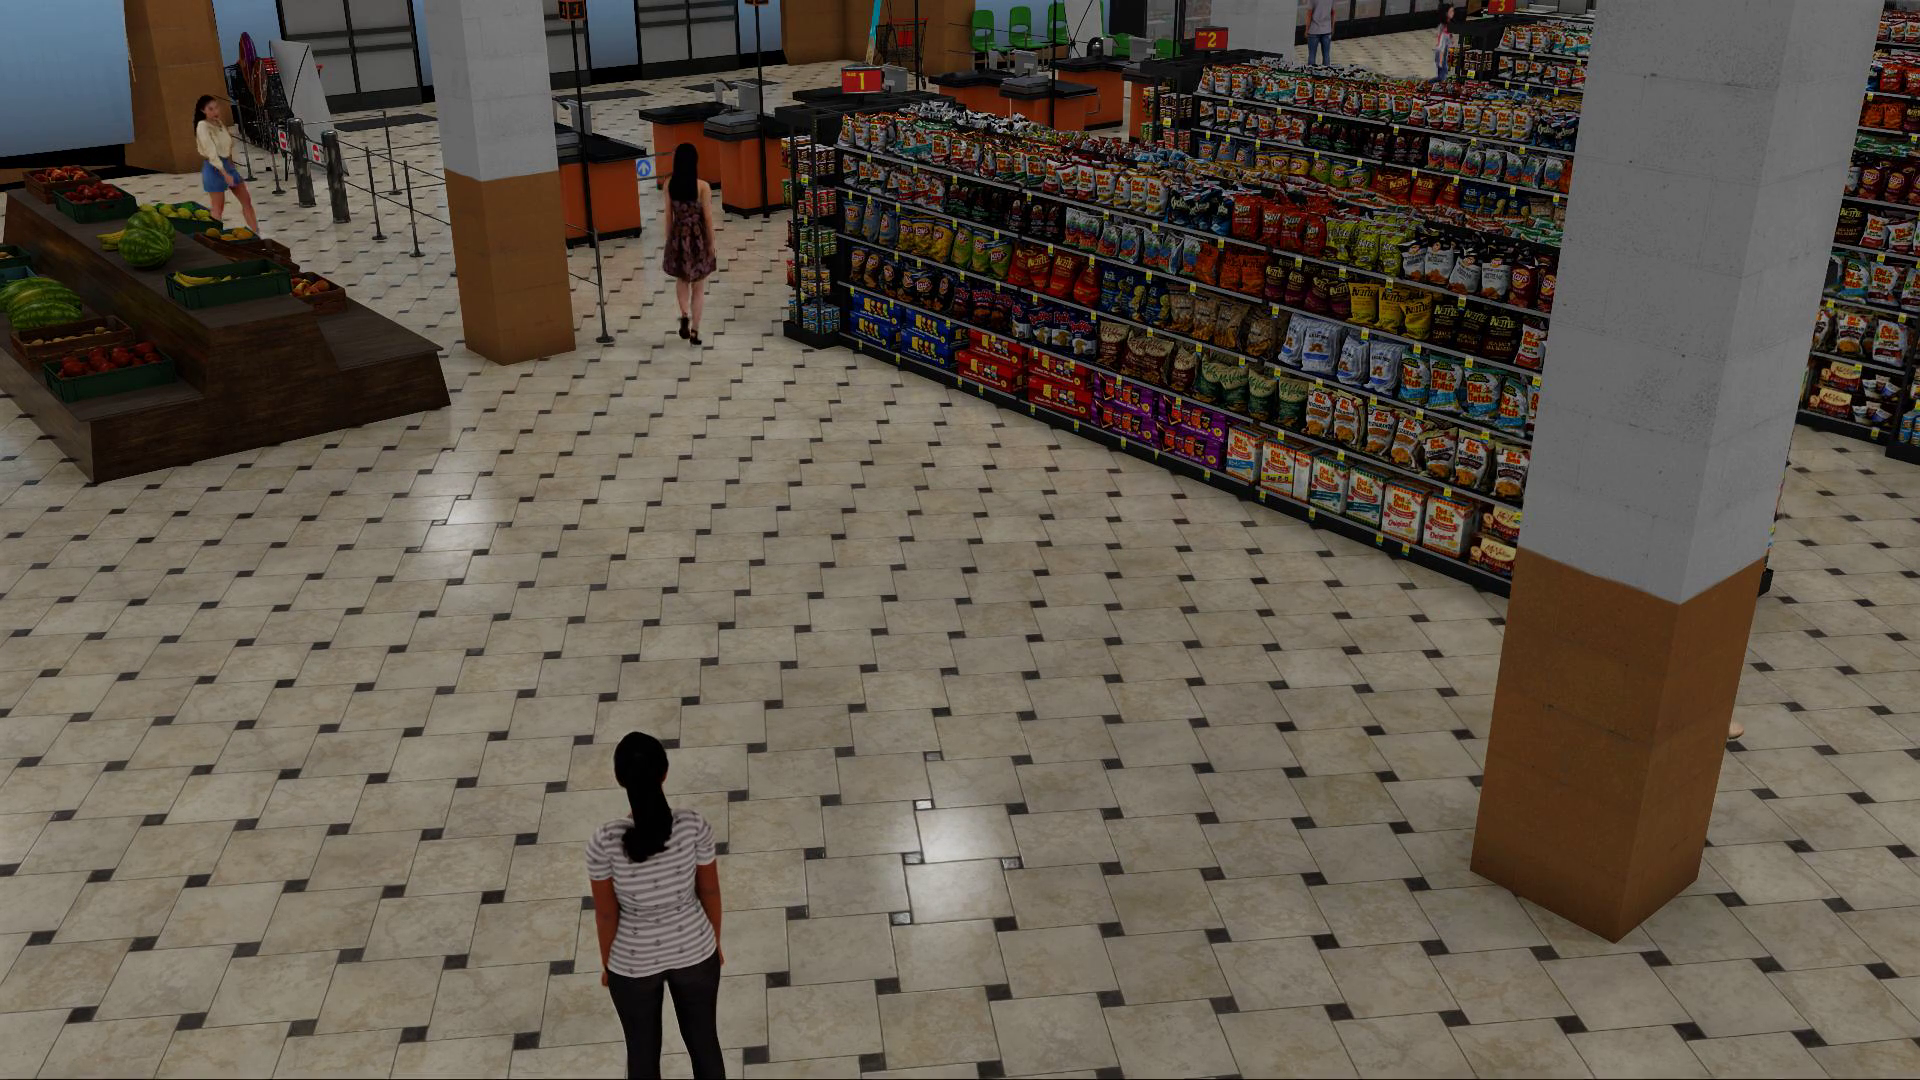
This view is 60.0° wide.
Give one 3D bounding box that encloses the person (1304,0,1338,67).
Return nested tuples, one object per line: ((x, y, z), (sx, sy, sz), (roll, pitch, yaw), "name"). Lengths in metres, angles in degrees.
((6.094, -8.669, 28.123), (0.757, 1.890, 0.777), (-1, 24, -3), "person")

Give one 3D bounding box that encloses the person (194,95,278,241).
((-7.841, -3.826, 17.413), (0.986, 1.602, 0.926), (1, 24, 3), "person")

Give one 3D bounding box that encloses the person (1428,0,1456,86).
((7.388, -7.457, 25.718), (0.991, 1.597, 0.854), (9, 25, 19), "person")

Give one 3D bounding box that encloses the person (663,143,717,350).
((-2.298, -2.435, 14.038), (0.872, 1.760, 0.932), (2, 24, 4), "person")

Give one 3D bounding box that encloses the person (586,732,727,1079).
((-0.981, 1.369, 5.490), (0.644, 1.643, 0.647), (-7, 24, -15), "person")
